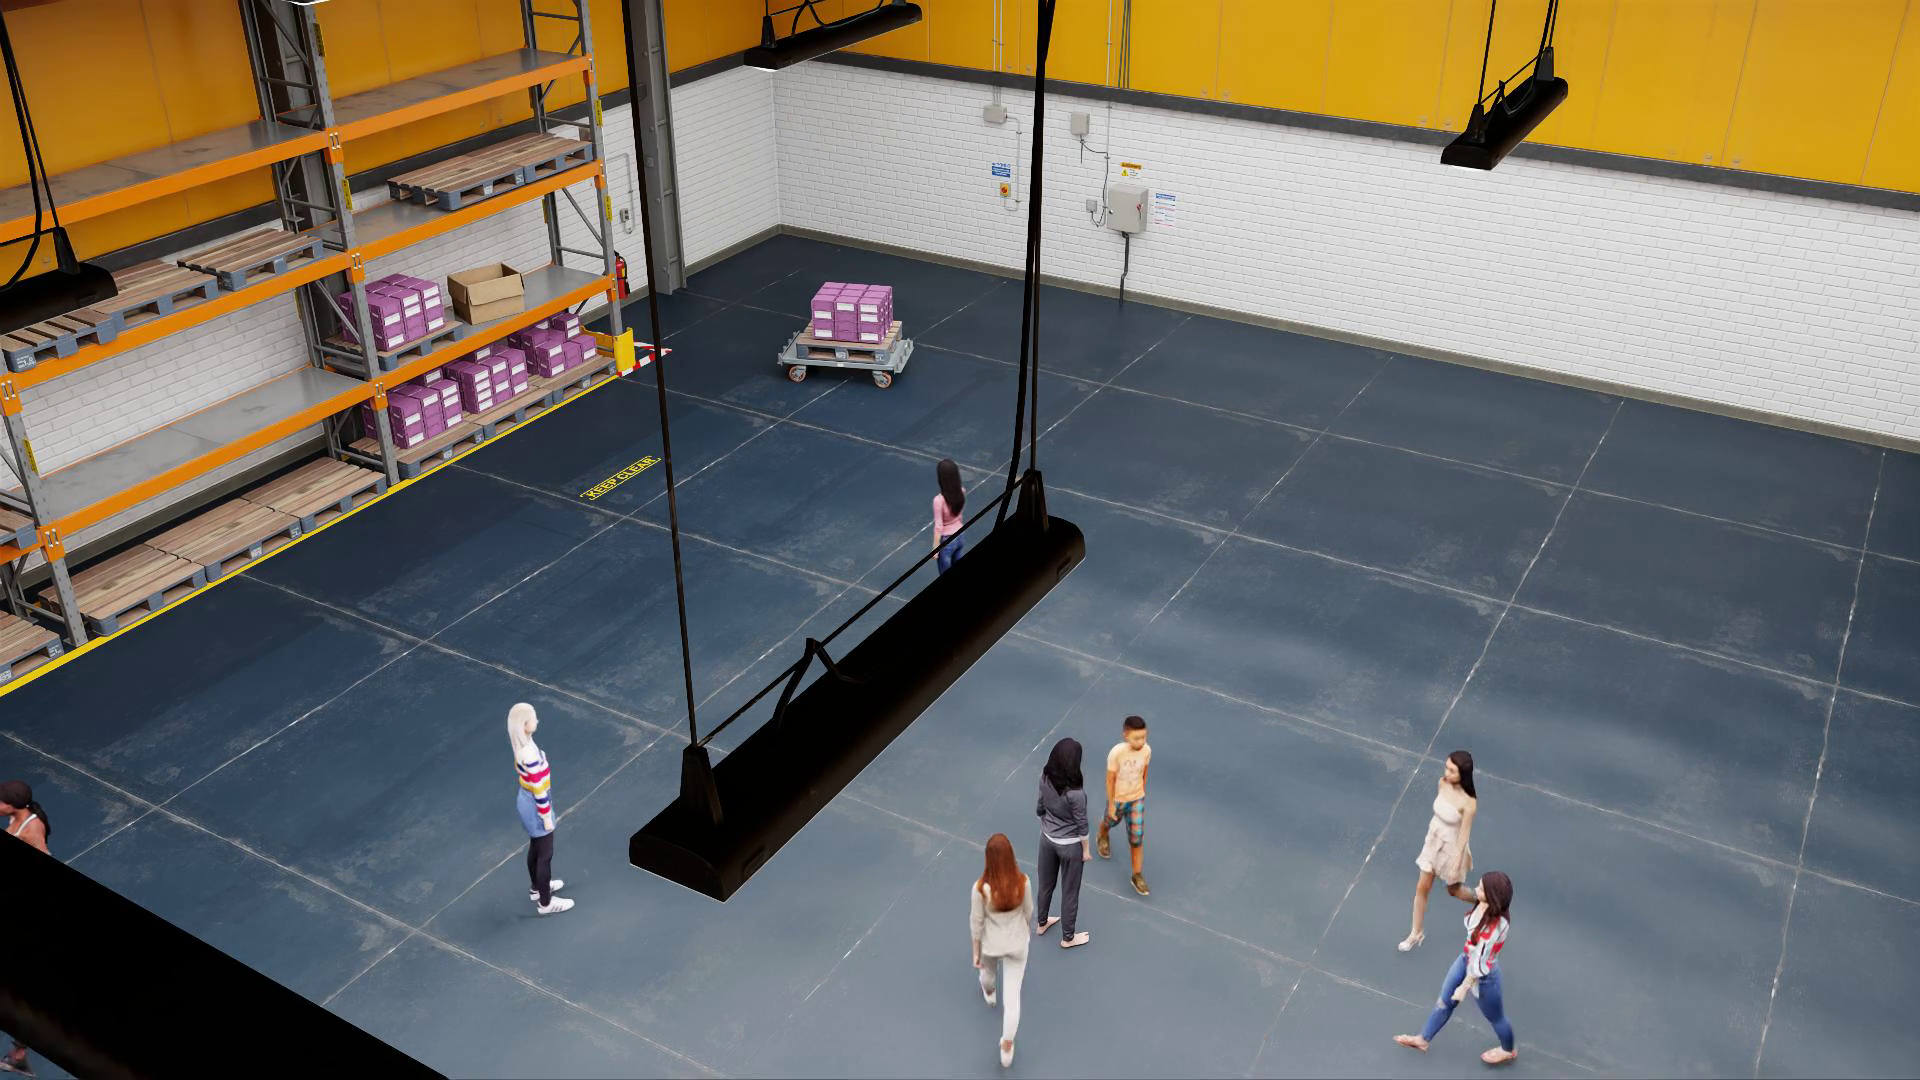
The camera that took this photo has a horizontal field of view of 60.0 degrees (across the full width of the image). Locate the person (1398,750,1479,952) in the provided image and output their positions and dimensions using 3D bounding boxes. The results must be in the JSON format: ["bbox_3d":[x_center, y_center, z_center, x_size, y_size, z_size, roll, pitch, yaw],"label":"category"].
[{"bbox_3d":[3.617,2.256,12.040,1.111,1.701,0.983,-12,31,-20],"label":"person"}]

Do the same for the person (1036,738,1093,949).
[{"bbox_3d":[0.740,2.193,12.089,0.640,1.764,0.576,23,36,36],"label":"person"}]

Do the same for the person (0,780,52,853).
[{"bbox_3d":[-6.436,2.402,11.716,0.606,1.755,0.621,-23,36,-36],"label":"person"}]

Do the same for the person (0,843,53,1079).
[{"bbox_3d":[-6.053,2.787,10.971,0.785,1.792,1.183,20,35,32],"label":"person"}]

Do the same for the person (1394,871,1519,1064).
[{"bbox_3d":[3.528,2.884,11.024,0.998,1.571,1.085,0,29,1],"label":"person"}]

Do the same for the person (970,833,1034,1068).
[{"bbox_3d":[0.300,2.771,11.134,0.983,1.665,1.160,-2,29,-3],"label":"person"}]

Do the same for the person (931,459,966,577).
[{"bbox_3d":[-0.110,0.014,16.108,0.666,1.742,0.467,21,35,33],"label":"person"}]

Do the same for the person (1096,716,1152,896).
[{"bbox_3d":[1.242,1.955,12.880,0.967,1.425,1.028,-7,29,-13],"label":"person"}]

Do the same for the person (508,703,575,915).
[{"bbox_3d":[-3.179,1.985,12.425,0.704,1.808,0.717,-14,32,-25],"label":"person"}]
